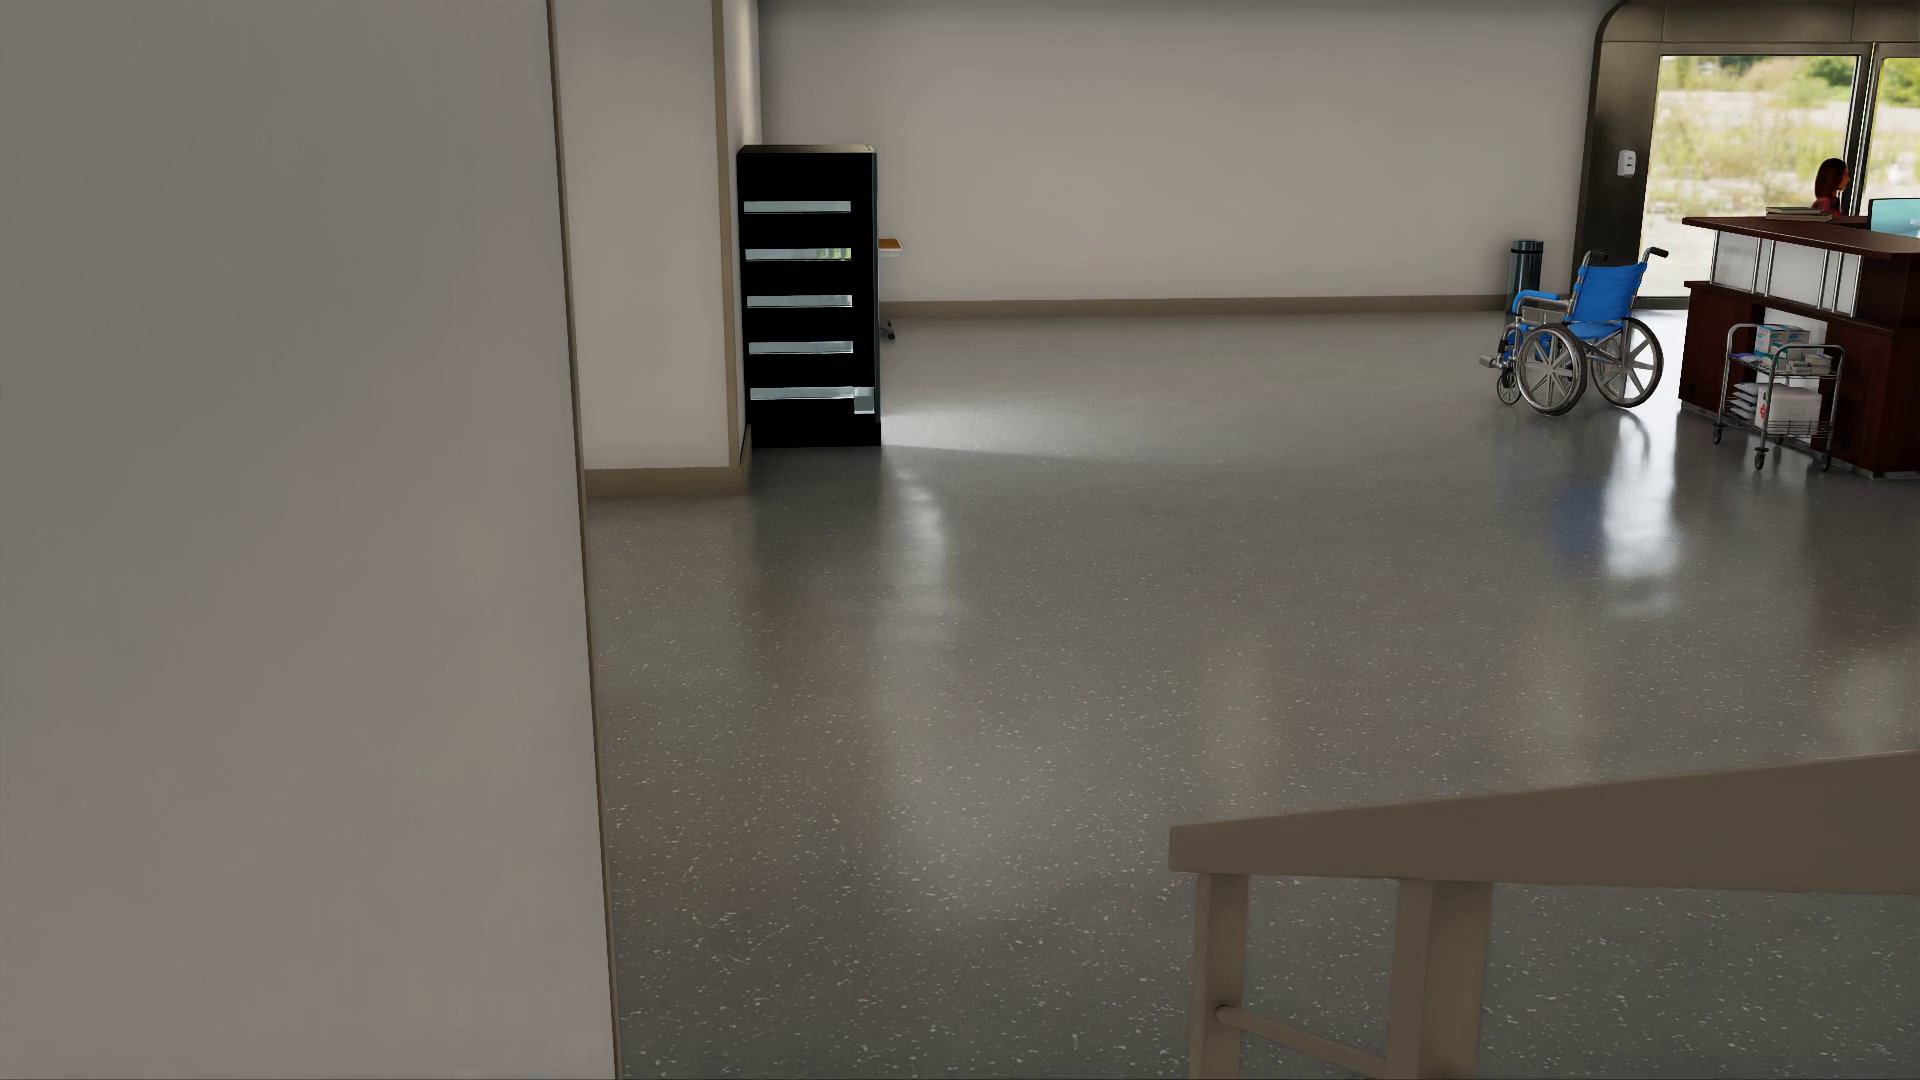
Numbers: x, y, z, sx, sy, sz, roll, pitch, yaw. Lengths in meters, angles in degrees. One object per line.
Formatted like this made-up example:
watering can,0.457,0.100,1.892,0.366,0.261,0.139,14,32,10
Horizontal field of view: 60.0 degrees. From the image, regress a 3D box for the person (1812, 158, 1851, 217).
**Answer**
person,6.318,-1.953,12.286,0.764,1.701,0.674,9,18,30
